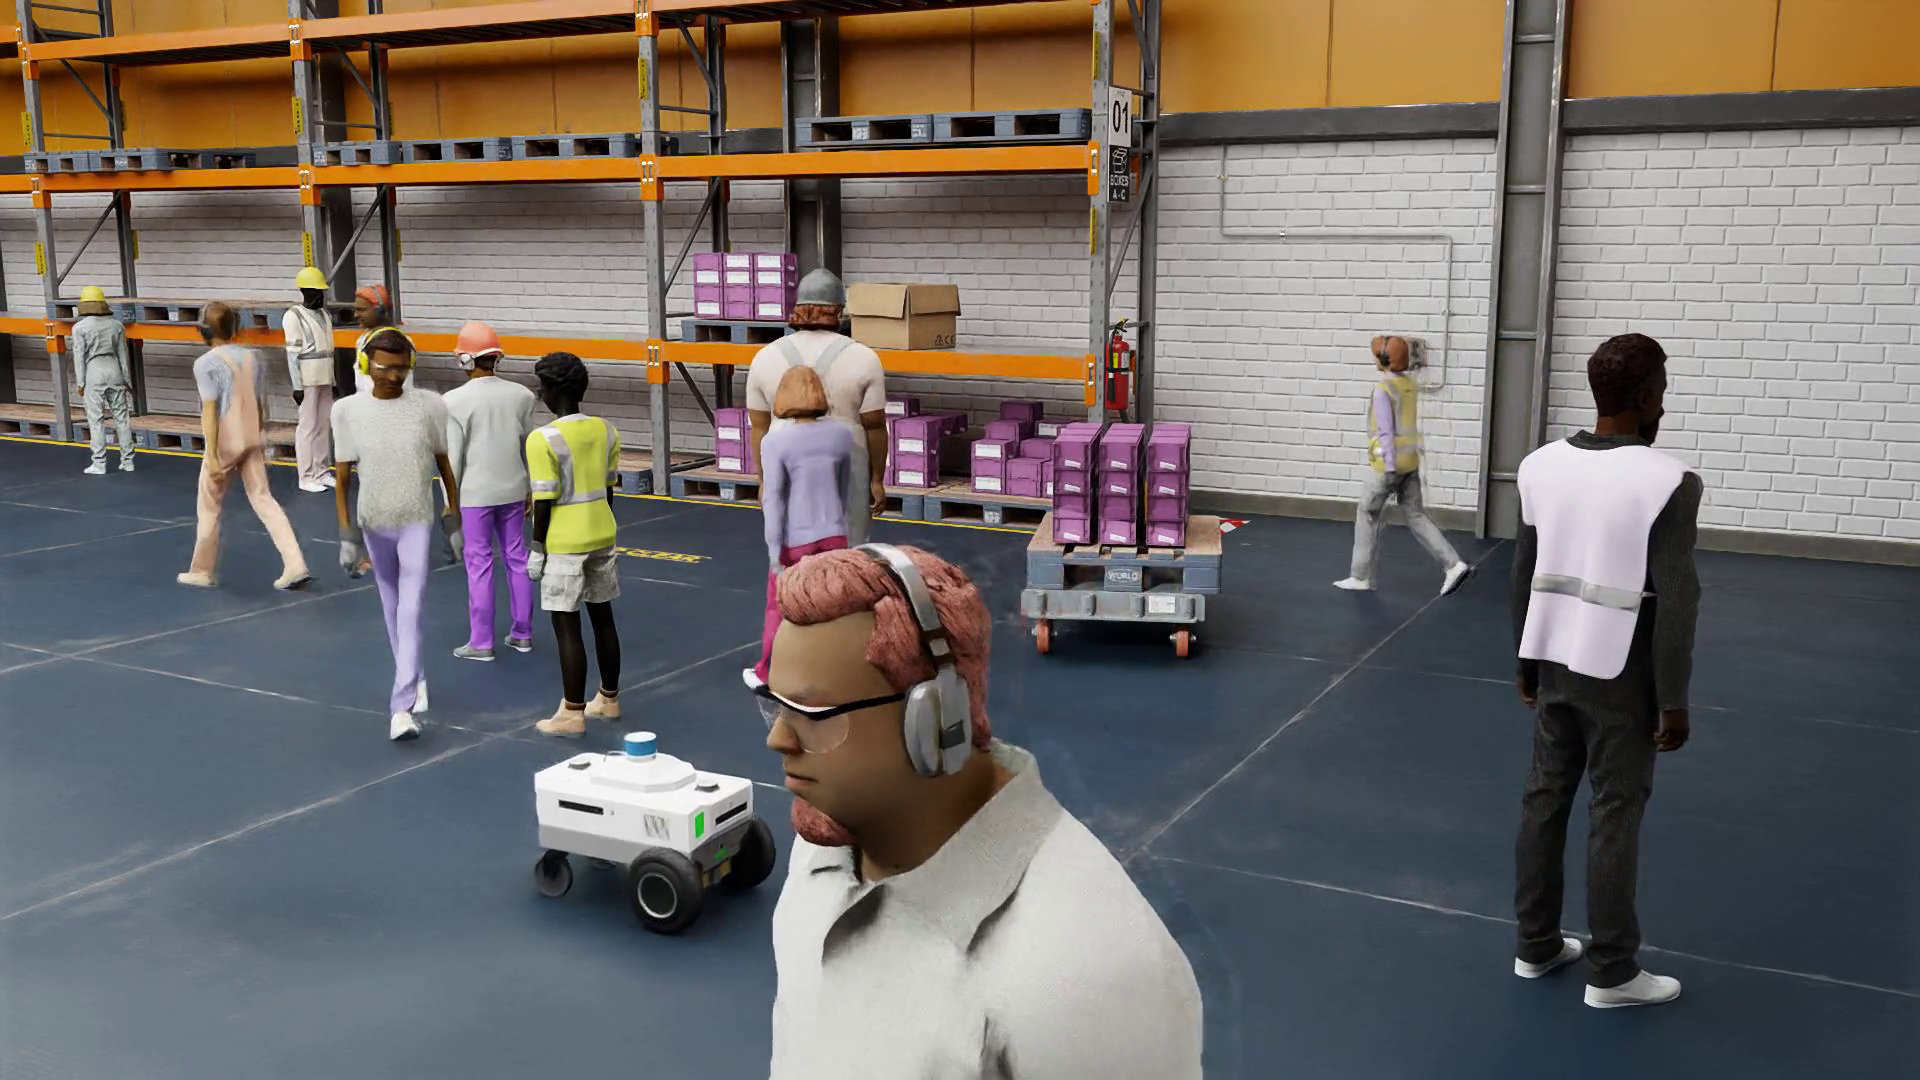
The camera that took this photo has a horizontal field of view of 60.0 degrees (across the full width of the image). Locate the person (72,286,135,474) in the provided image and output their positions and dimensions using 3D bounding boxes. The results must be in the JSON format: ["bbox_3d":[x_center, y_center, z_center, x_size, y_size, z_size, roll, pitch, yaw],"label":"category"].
[{"bbox_3d":[-7.982,-1.487,15.466,0.323,1.737,0.485,8,13,36],"label":"person"}]

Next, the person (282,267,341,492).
[{"bbox_3d":[-5.557,-1.383,14.363,0.375,1.925,0.595,2,11,12],"label":"person"}]

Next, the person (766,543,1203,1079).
[{"bbox_3d":[-0.091,0.936,1.770,0.776,1.877,0.677,-5,12,-27],"label":"person"}]

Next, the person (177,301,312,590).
[{"bbox_3d":[-4.458,-0.573,10.289,0.967,1.804,0.531,4,11,22],"label":"person"}]

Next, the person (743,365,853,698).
[{"bbox_3d":[-0.734,-0.001,7.707,0.506,1.598,0.816,-7,12,-32],"label":"person"}]

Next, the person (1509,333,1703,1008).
[{"bbox_3d":[1.821,0.373,4.764,0.398,1.920,0.590,-6,12,-29],"label":"person"}]

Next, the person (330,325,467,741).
[{"bbox_3d":[-2.465,-0.042,7.349,0.524,1.807,0.971,-2,11,-12],"label":"person"}]

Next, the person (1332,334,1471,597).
[{"bbox_3d":[2.725,-0.445,10.128,0.775,1.607,0.529,9,13,40],"label":"person"}]

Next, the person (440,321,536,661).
[{"bbox_3d":[-2.453,-0.254,8.643,0.318,1.756,0.561,9,13,39],"label":"person"}]

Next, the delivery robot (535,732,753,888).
[{"bbox_3d":[-1.046,0.877,5.482,0.707,0.478,0.477,5,12,26],"label":"delivery robot"}]

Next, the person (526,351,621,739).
[{"bbox_3d":[-1.697,0.021,7.307,0.319,1.695,0.532,5,12,27],"label":"person"}]

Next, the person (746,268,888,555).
[{"bbox_3d":[-0.683,-0.334,8.302,0.688,2.000,0.536,1,10,8],"label":"person"}]

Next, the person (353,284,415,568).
[{"bbox_3d":[-3.771,-0.726,10.900,0.583,1.881,0.366,8,13,39],"label":"person"}]
